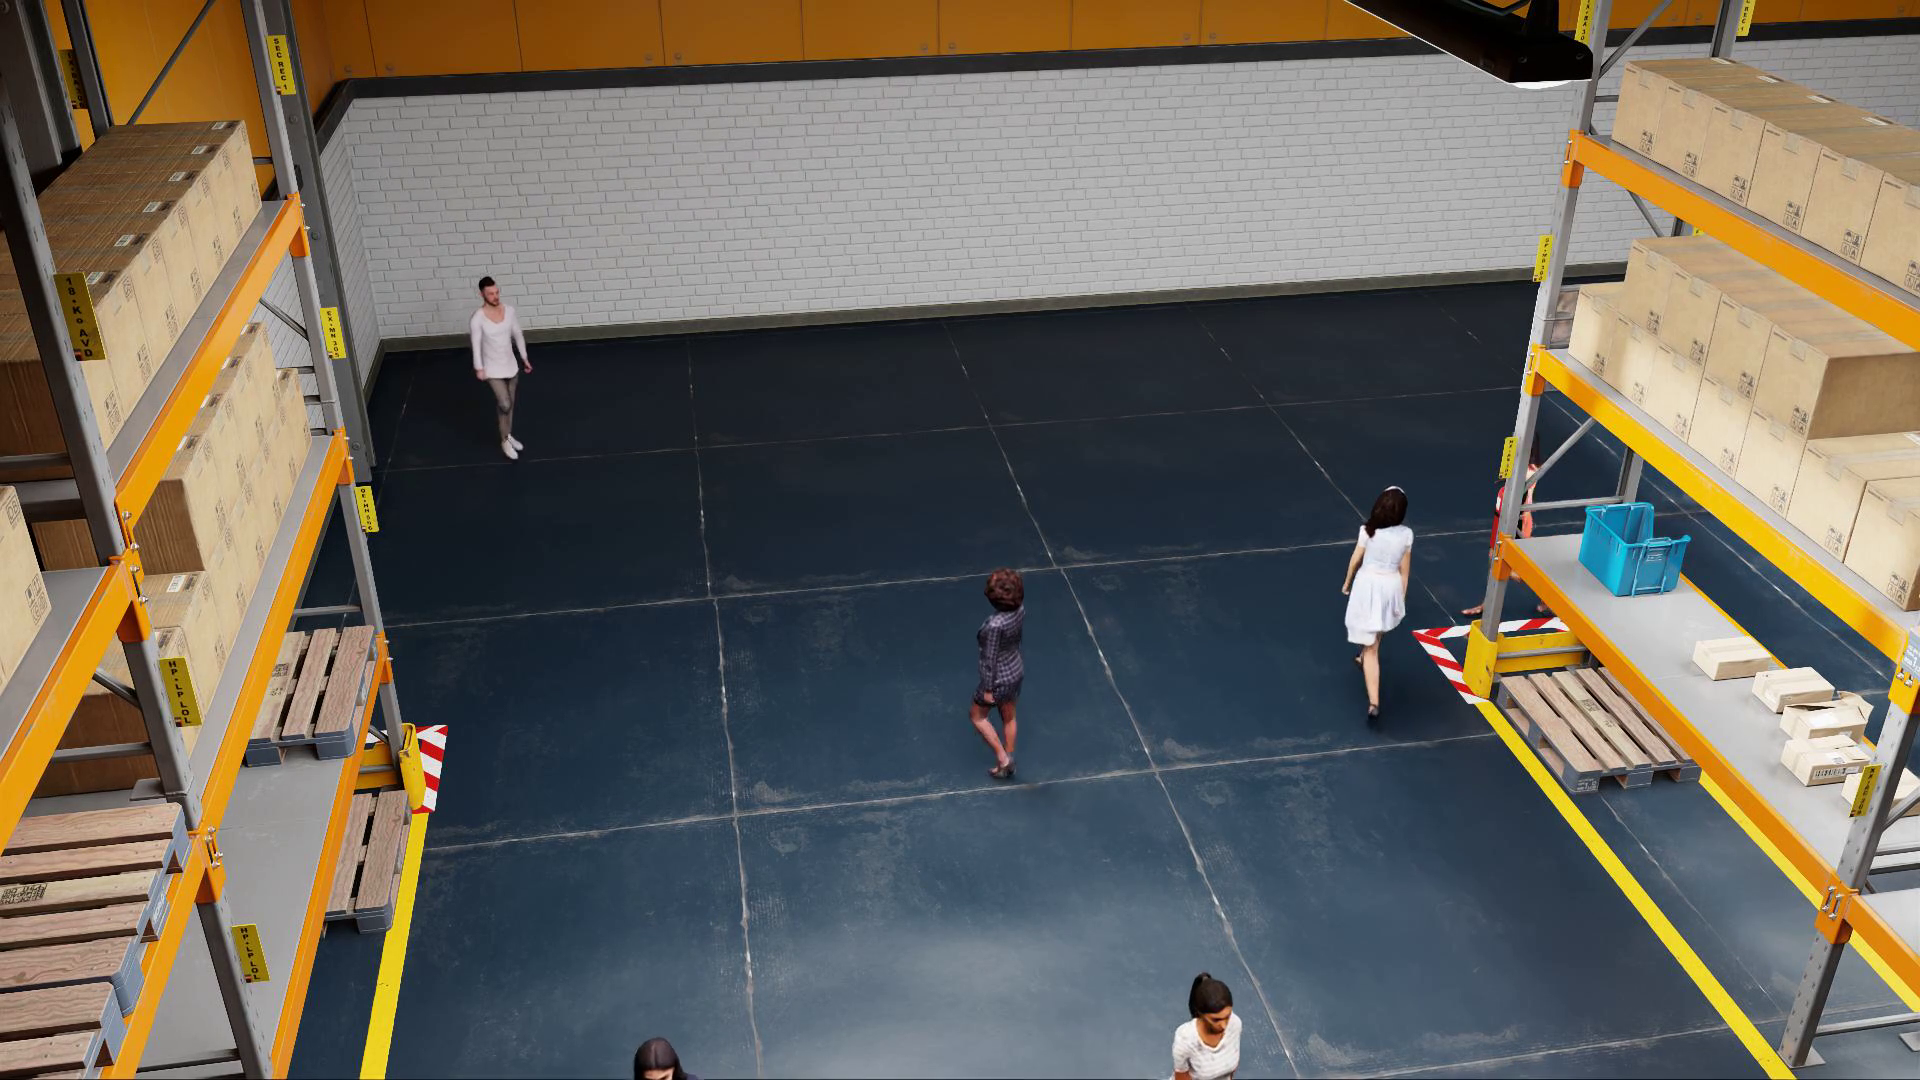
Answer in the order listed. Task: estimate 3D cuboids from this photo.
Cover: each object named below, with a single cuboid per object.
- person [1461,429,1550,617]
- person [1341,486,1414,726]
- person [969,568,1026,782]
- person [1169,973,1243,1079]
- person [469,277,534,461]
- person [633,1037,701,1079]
[{"bbox_3d":[4.526,-0.098,13.367,0.738,1.704,0.928,-2,29,-4],"label":"person"},{"bbox_3d":[3.059,0.515,12.184,0.792,1.760,1.219,2,29,3],"label":"person"},{"bbox_3d":[0.349,0.977,11.410,0.784,1.690,0.723,18,33,29],"label":"person"},{"bbox_3d":[1.135,2.739,8.248,0.660,1.624,0.874,-11,30,-19],"label":"person"},{"bbox_3d":[-4.530,-1.721,16.215,0.878,1.826,0.822,20,35,33],"label":"person"},{"bbox_3d":[-1.356,2.941,7.779,0.631,1.719,1.100,-6,29,-11],"label":"person"}]
